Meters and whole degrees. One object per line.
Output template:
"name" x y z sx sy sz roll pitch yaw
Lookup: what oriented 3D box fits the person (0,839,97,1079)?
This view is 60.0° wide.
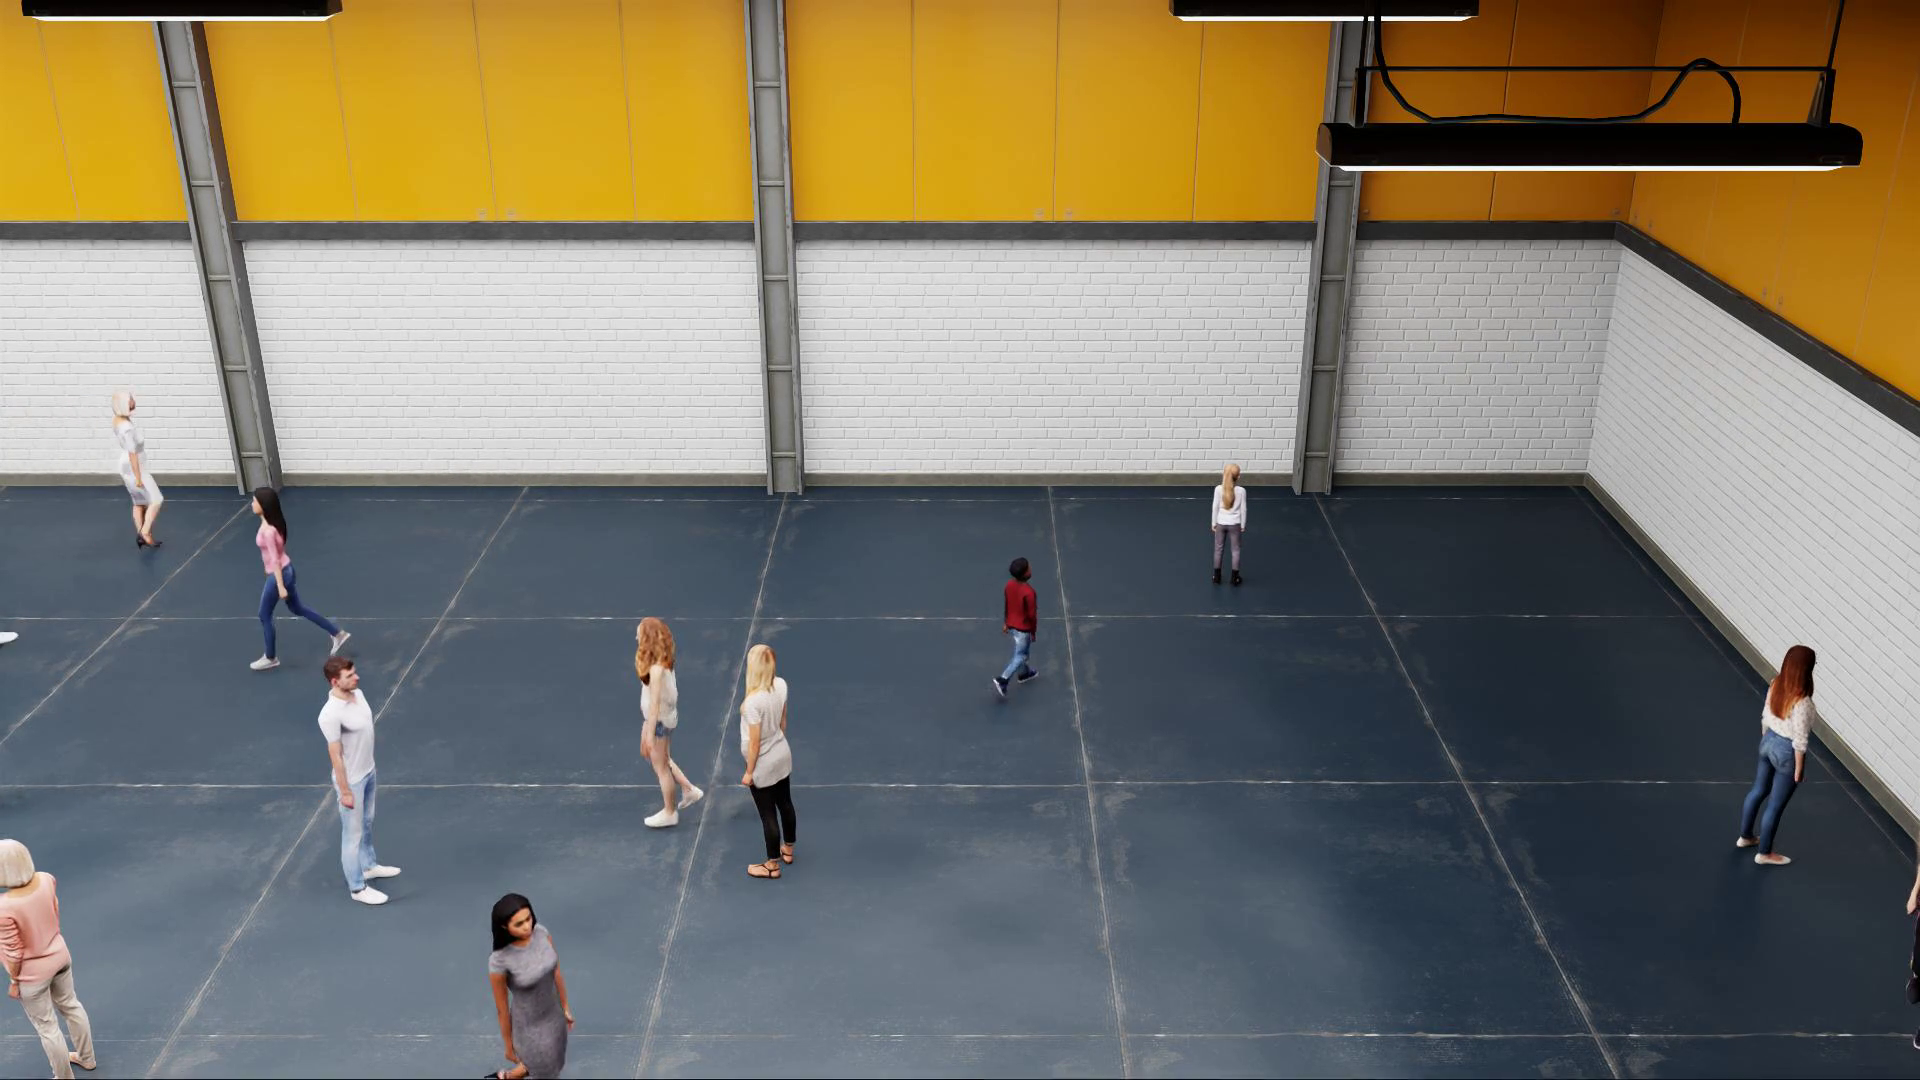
"person" -5.436 2.499 9.823 0.586 1.724 0.641 5 24 10

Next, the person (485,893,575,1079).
"person" -2.429 2.705 9.304 1.065 1.762 0.877 13 27 27

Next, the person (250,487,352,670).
"person" -5.961 0.329 14.801 1.151 1.712 0.750 -6 24 -12

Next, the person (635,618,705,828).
"person" -2.141 1.360 12.395 0.693 1.752 0.625 -2 24 -3

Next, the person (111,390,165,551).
"person" -8.569 -0.693 17.103 0.720 1.741 0.669 -18 29 -36

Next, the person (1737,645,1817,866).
"person" 5.919 1.537 12.017 0.566 1.730 0.613 -4 24 -9

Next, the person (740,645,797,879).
"person" -1.352 1.567 11.828 0.690 1.826 0.687 13 27 27

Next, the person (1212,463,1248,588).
"person" 2.657 -0.157 16.456 0.513 1.279 0.608 8 25 17

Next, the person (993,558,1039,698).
"person" 0.478 0.757 14.415 0.884 1.239 0.787 -18 29 -35

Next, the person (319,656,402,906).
"person" -4.246 1.641 11.628 0.542 1.850 0.644 1 24 2

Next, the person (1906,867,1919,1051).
"person" 6.112 2.288 10.247 0.872 1.771 0.910 13 27 28
